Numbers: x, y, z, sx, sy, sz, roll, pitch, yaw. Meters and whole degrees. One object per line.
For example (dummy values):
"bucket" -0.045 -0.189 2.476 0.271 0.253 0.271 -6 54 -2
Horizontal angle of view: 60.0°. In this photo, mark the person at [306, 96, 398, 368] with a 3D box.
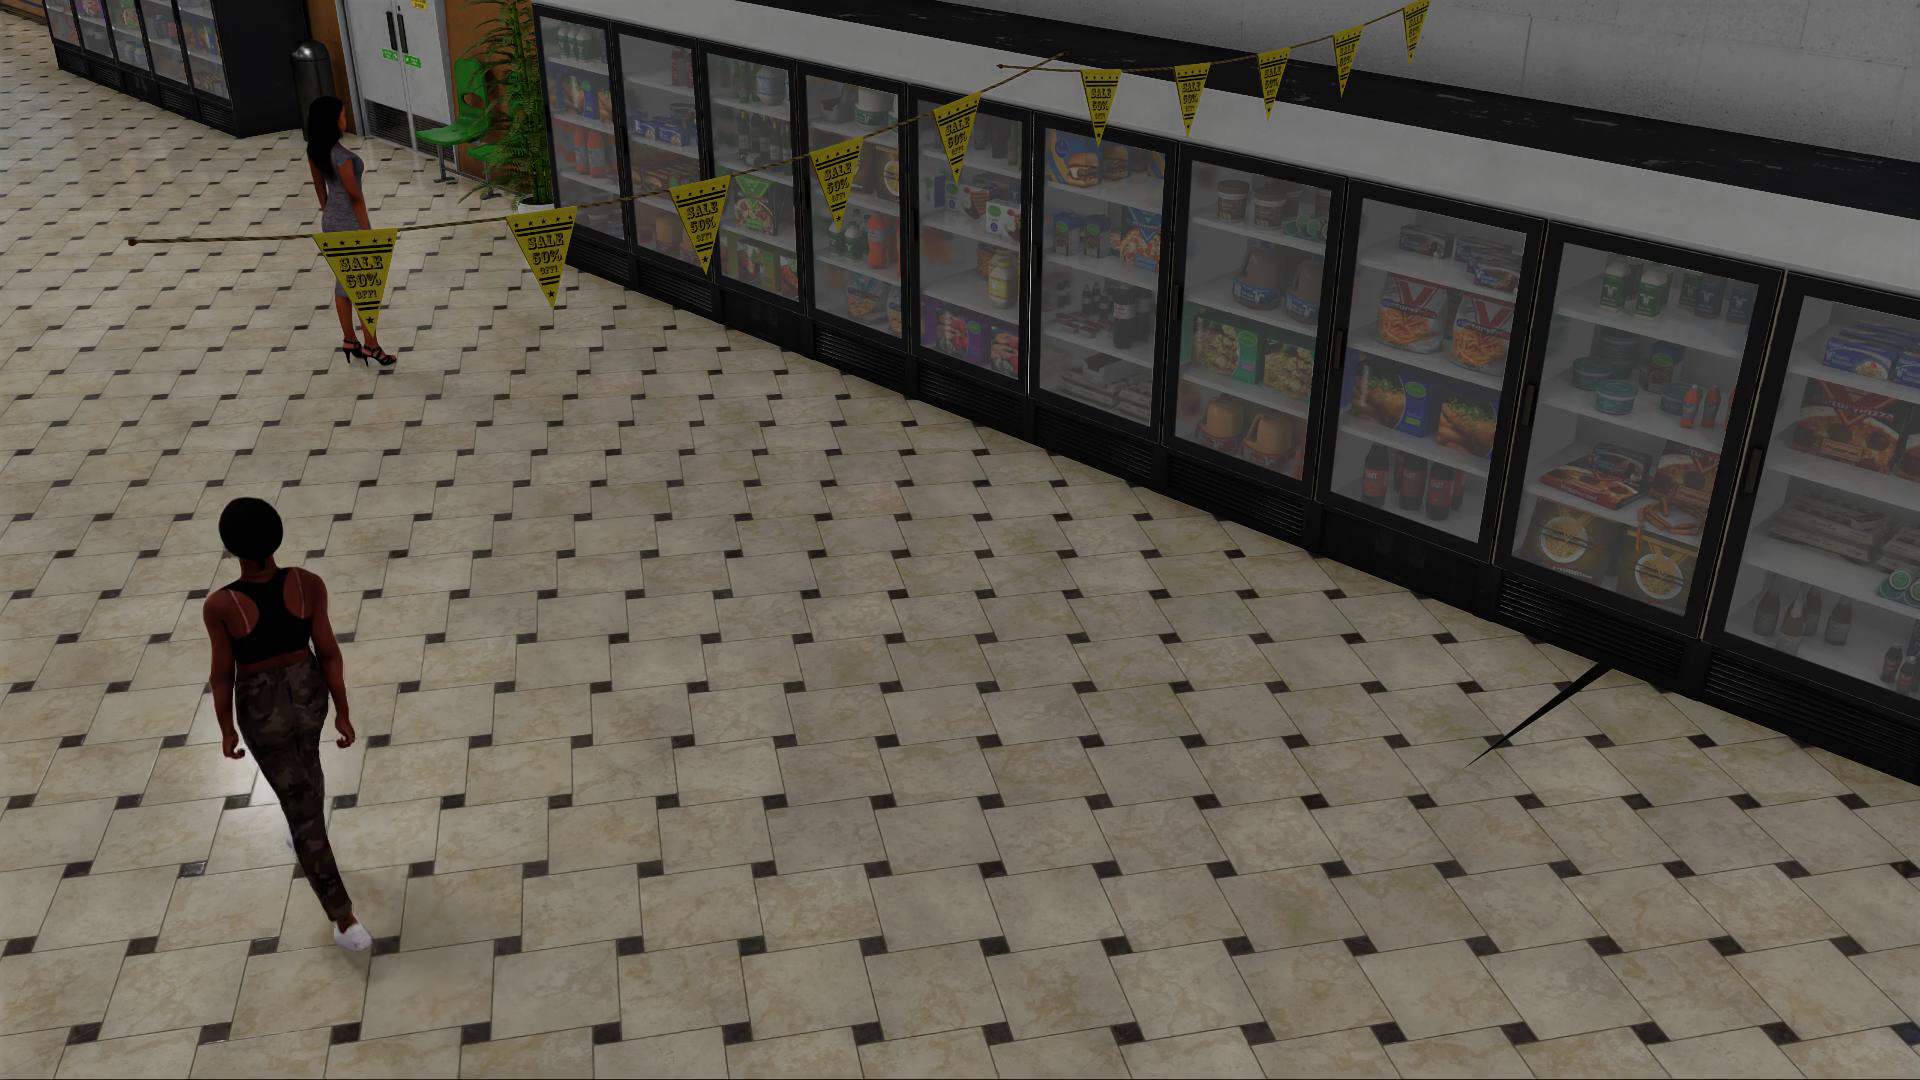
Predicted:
"person" -4.035 -2.012 10.934 0.610 1.781 0.555 19 32 32

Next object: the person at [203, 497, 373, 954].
"person" -2.313 0.675 5.773 1.118 1.657 0.743 -19 32 -33
